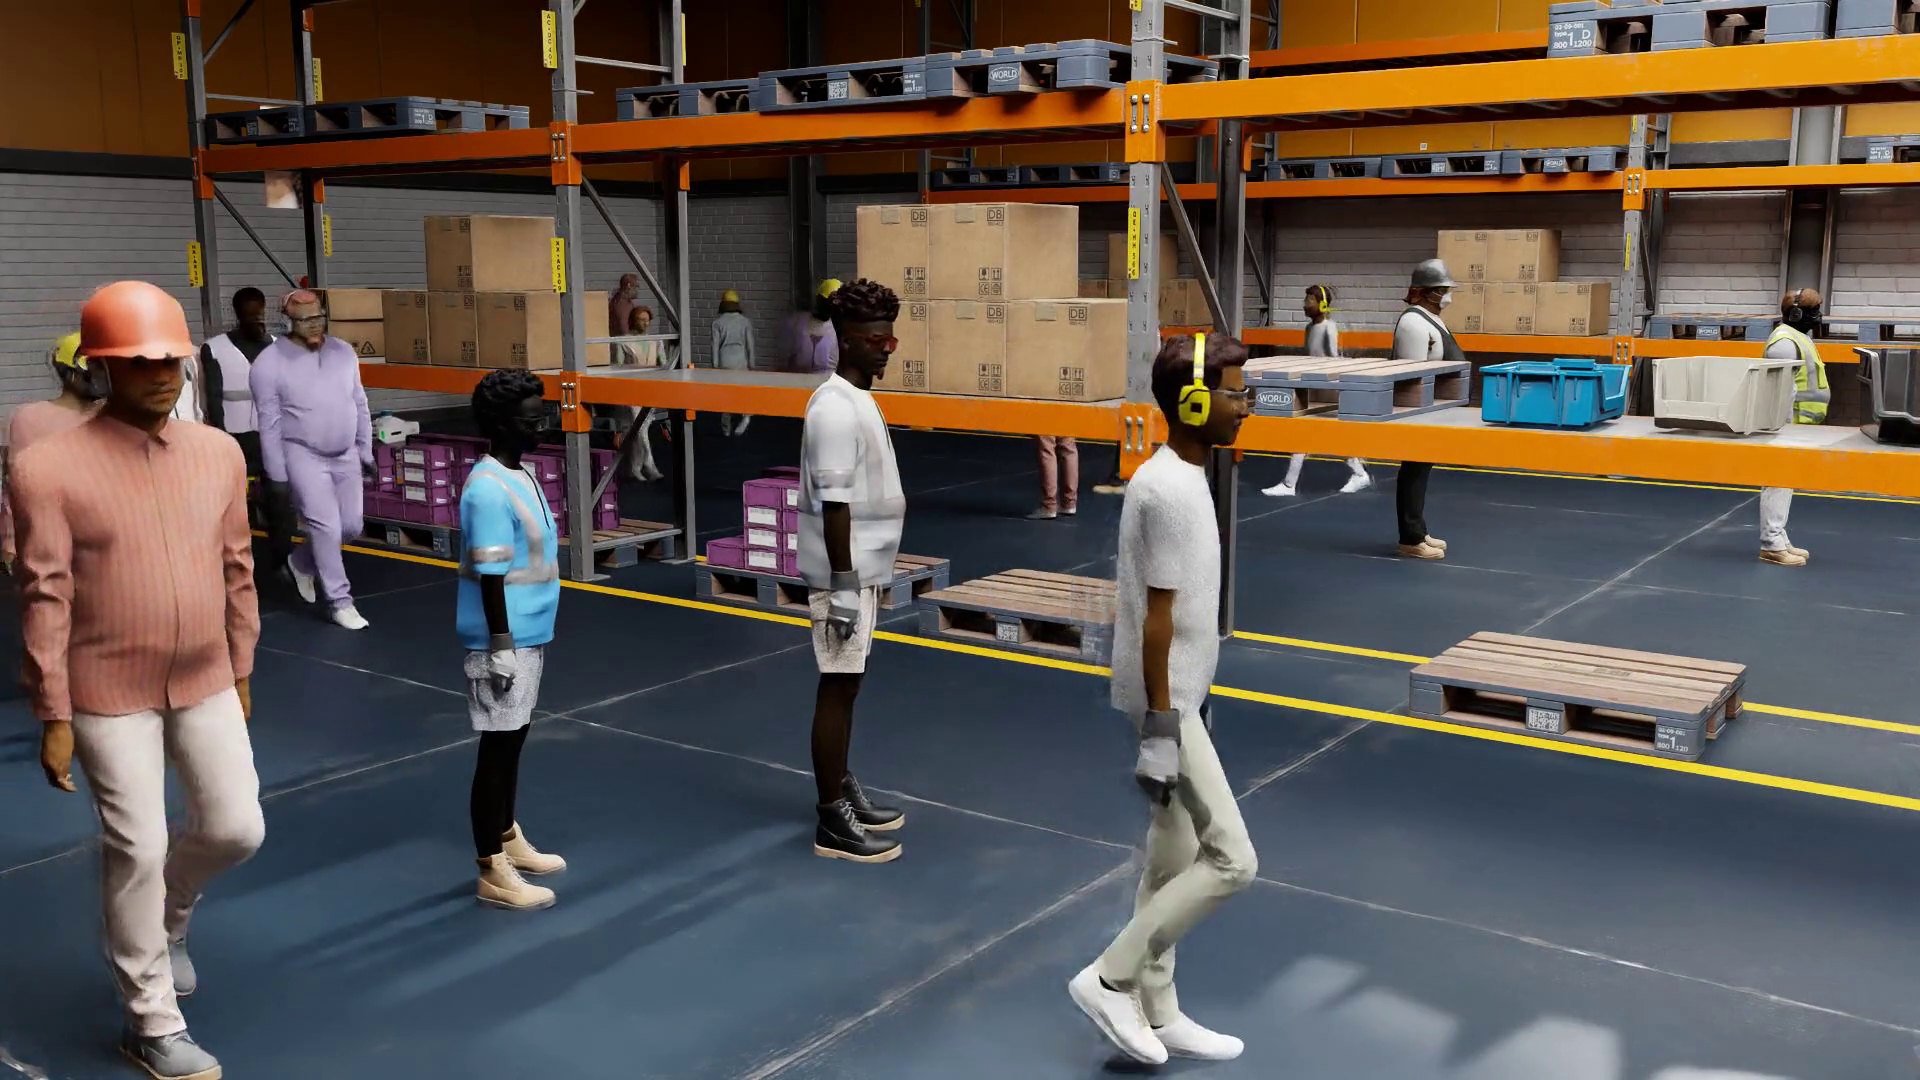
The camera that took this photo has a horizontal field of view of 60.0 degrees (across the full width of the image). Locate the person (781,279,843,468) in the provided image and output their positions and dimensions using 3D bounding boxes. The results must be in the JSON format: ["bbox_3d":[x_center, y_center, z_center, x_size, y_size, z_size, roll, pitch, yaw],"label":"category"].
[{"bbox_3d":[-1.248,-1.238,13.917,0.742,1.876,0.390,2,10,10],"label":"person"}]

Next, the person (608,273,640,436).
[{"bbox_3d":[-3.883,-2.137,19.271,0.539,1.875,0.718,-4,10,-23],"label":"person"}]

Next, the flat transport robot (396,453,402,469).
[{"bbox_3d":[-5.072,-0.639,15.107,0.652,0.197,1.431,-2,10,-13],"label":"flat transport robot"}]

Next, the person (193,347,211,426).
[{"bbox_3d":[-5.509,-0.800,11.640,0.527,1.761,0.346,-9,13,-42],"label":"person"}]

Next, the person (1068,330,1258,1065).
[{"bbox_3d":[0.563,0.417,4.106,0.394,1.853,0.568,1,10,8],"label":"person"}]

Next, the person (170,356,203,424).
[{"bbox_3d":[-4.025,-0.311,8.512,0.828,1.833,0.640,5,11,27],"label":"person"}]

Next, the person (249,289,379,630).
[{"bbox_3d":[-3.590,-0.448,9.196,0.703,1.877,0.668,6,11,32],"label":"person"}]

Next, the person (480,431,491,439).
[{"bbox_3d":[-5.098,-1.918,17.959,0.378,1.890,0.661,4,11,25],"label":"person"}]

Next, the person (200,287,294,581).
[{"bbox_3d":[-4.591,-0.698,10.726,0.573,1.872,1.009,-9,13,-42],"label":"person"}]

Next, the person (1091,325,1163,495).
[{"bbox_3d":[1.661,-1.273,14.337,0.946,1.812,0.502,2,10,10],"label":"person"}]

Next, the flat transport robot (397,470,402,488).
[{"bbox_3d":[-4.526,-0.485,14.185,1.431,0.197,0.652,-3,10,-17],"label":"flat transport robot"}]

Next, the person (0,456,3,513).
[{"bbox_3d":[-7.552,-1.007,12.632,0.624,1.844,0.429,5,11,29],"label":"person"}]

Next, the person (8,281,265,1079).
[{"bbox_3d":[-2.042,0.352,4.147,0.545,1.981,0.622,7,12,35],"label":"person"}]

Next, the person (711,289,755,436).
[{"bbox_3d":[-2.581,-2.010,18.993,0.516,1.708,0.682,-3,10,-15],"label":"person"}]

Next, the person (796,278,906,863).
[{"bbox_3d":[-0.369,0.096,5.696,0.371,1.963,0.608,1,10,3],"label":"person"}]

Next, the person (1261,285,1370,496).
[{"bbox_3d":[3.136,-1.285,14.354,0.991,1.829,0.503,-1,10,-4],"label":"person"}]

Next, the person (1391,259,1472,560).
[{"bbox_3d":[3.227,-0.901,11.407,0.537,2.000,0.682,3,10,20],"label":"person"}]

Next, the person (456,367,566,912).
[{"bbox_3d":[-1.417,0.302,5.255,0.317,1.697,0.540,-1,10,-5],"label":"person"}]

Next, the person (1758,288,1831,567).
[{"bbox_3d":[5.566,-0.755,11.129,0.429,1.843,0.632,6,11,32],"label":"person"}]

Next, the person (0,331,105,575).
[{"bbox_3d":[-3.669,0.000,6.949,0.656,1.722,0.567,5,11,25],"label":"person"}]

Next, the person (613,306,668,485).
[{"bbox_3d":[-2.813,-1.292,15.001,0.545,1.598,0.807,-9,13,-44],"label":"person"}]

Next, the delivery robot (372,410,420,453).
[{"bbox_3d":[-5.628,-1.038,16.356,0.477,0.478,0.707,2,10,12],"label":"delivery robot"}]

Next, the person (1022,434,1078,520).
[{"bbox_3d":[0.710,-1.113,13.071,0.402,1.906,0.651,9,13,43],"label":"person"}]

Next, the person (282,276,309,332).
[{"bbox_3d":[-5.761,-1.425,14.931,0.524,1.899,0.586,8,12,40],"label":"person"}]
